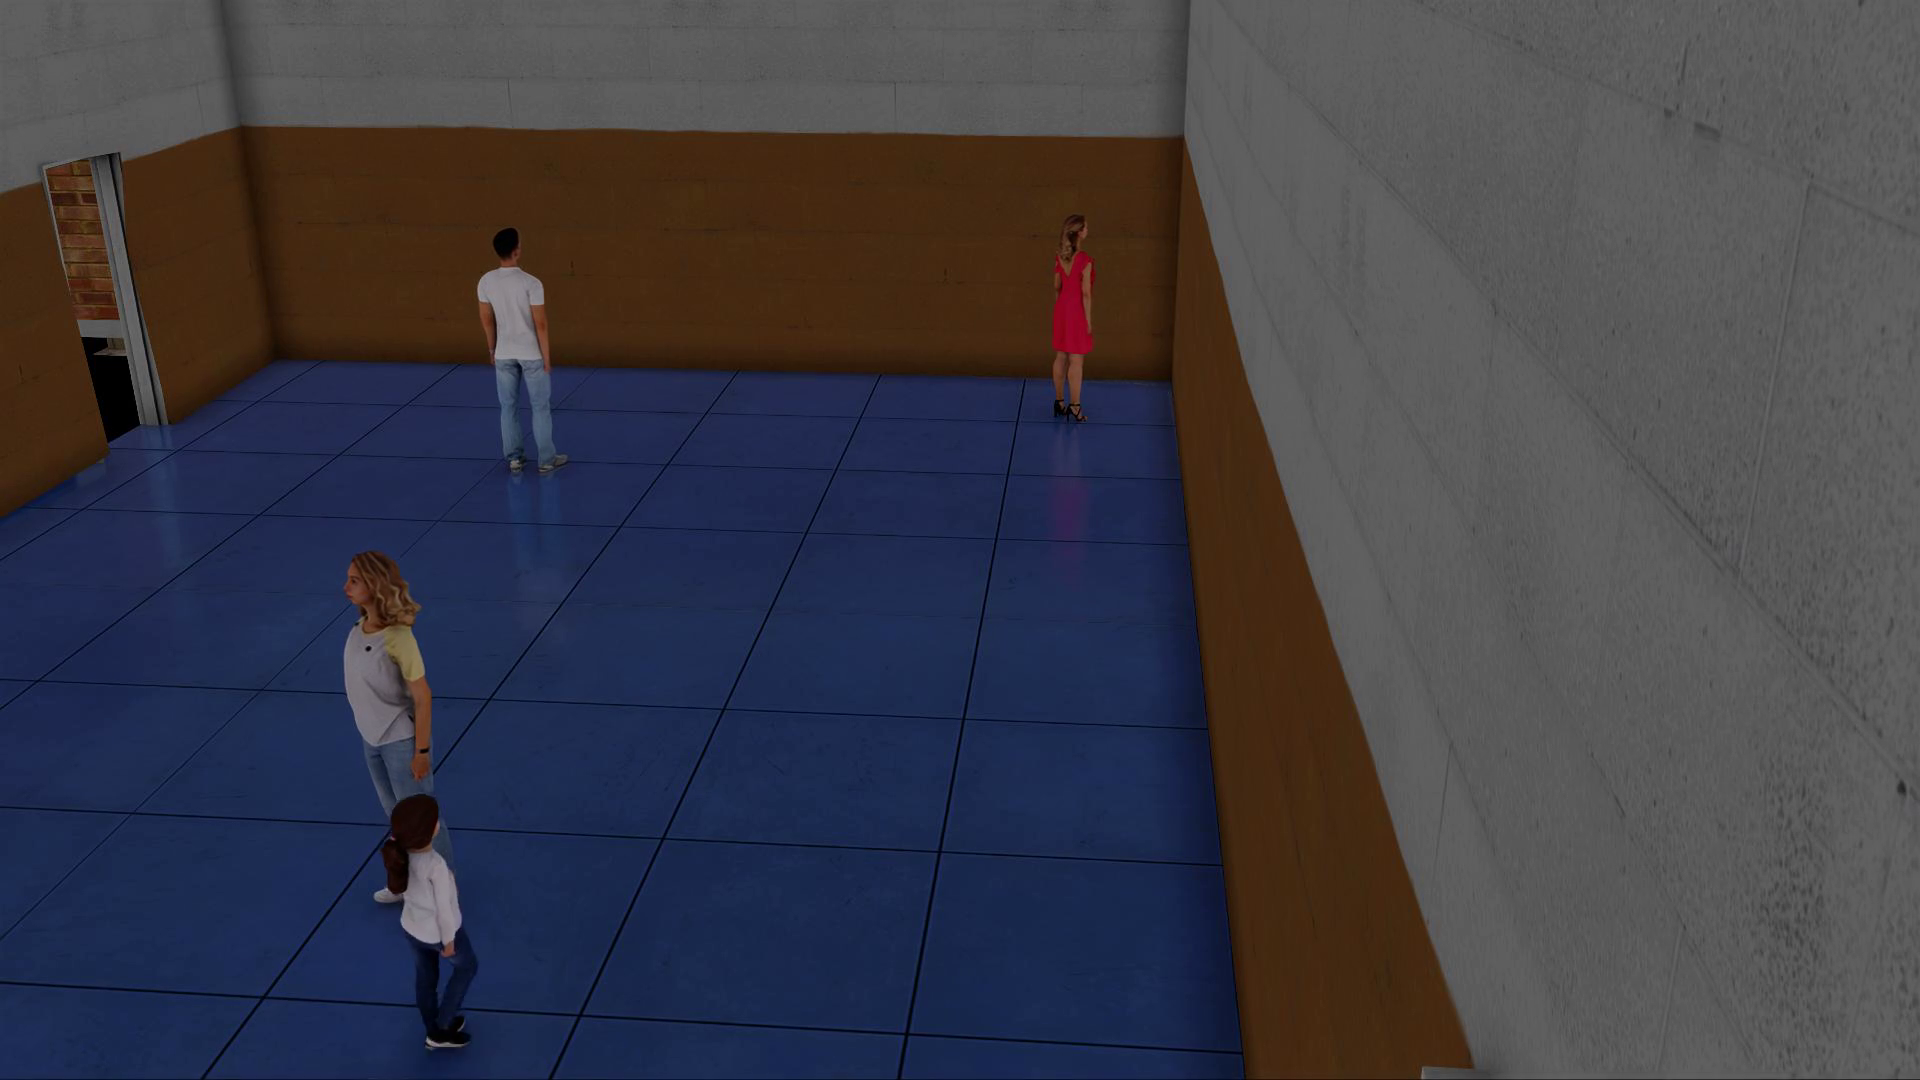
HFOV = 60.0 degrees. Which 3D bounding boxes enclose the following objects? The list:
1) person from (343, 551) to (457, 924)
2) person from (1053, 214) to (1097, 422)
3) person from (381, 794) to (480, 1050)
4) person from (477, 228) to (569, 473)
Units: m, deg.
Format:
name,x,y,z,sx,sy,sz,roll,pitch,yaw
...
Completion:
name,x,y,z,sx,sy,sz,roll,pitch,yaw
person,-2.398,0.844,7.111,0.765,1.722,0.688,-20,29,-40
person,0.924,-1.853,13.834,0.712,1.728,0.663,-15,26,-32
person,-2.063,1.486,6.360,0.506,1.105,0.580,12,25,28
person,-3.336,-1.426,12.587,0.539,1.866,0.754,4,22,10
